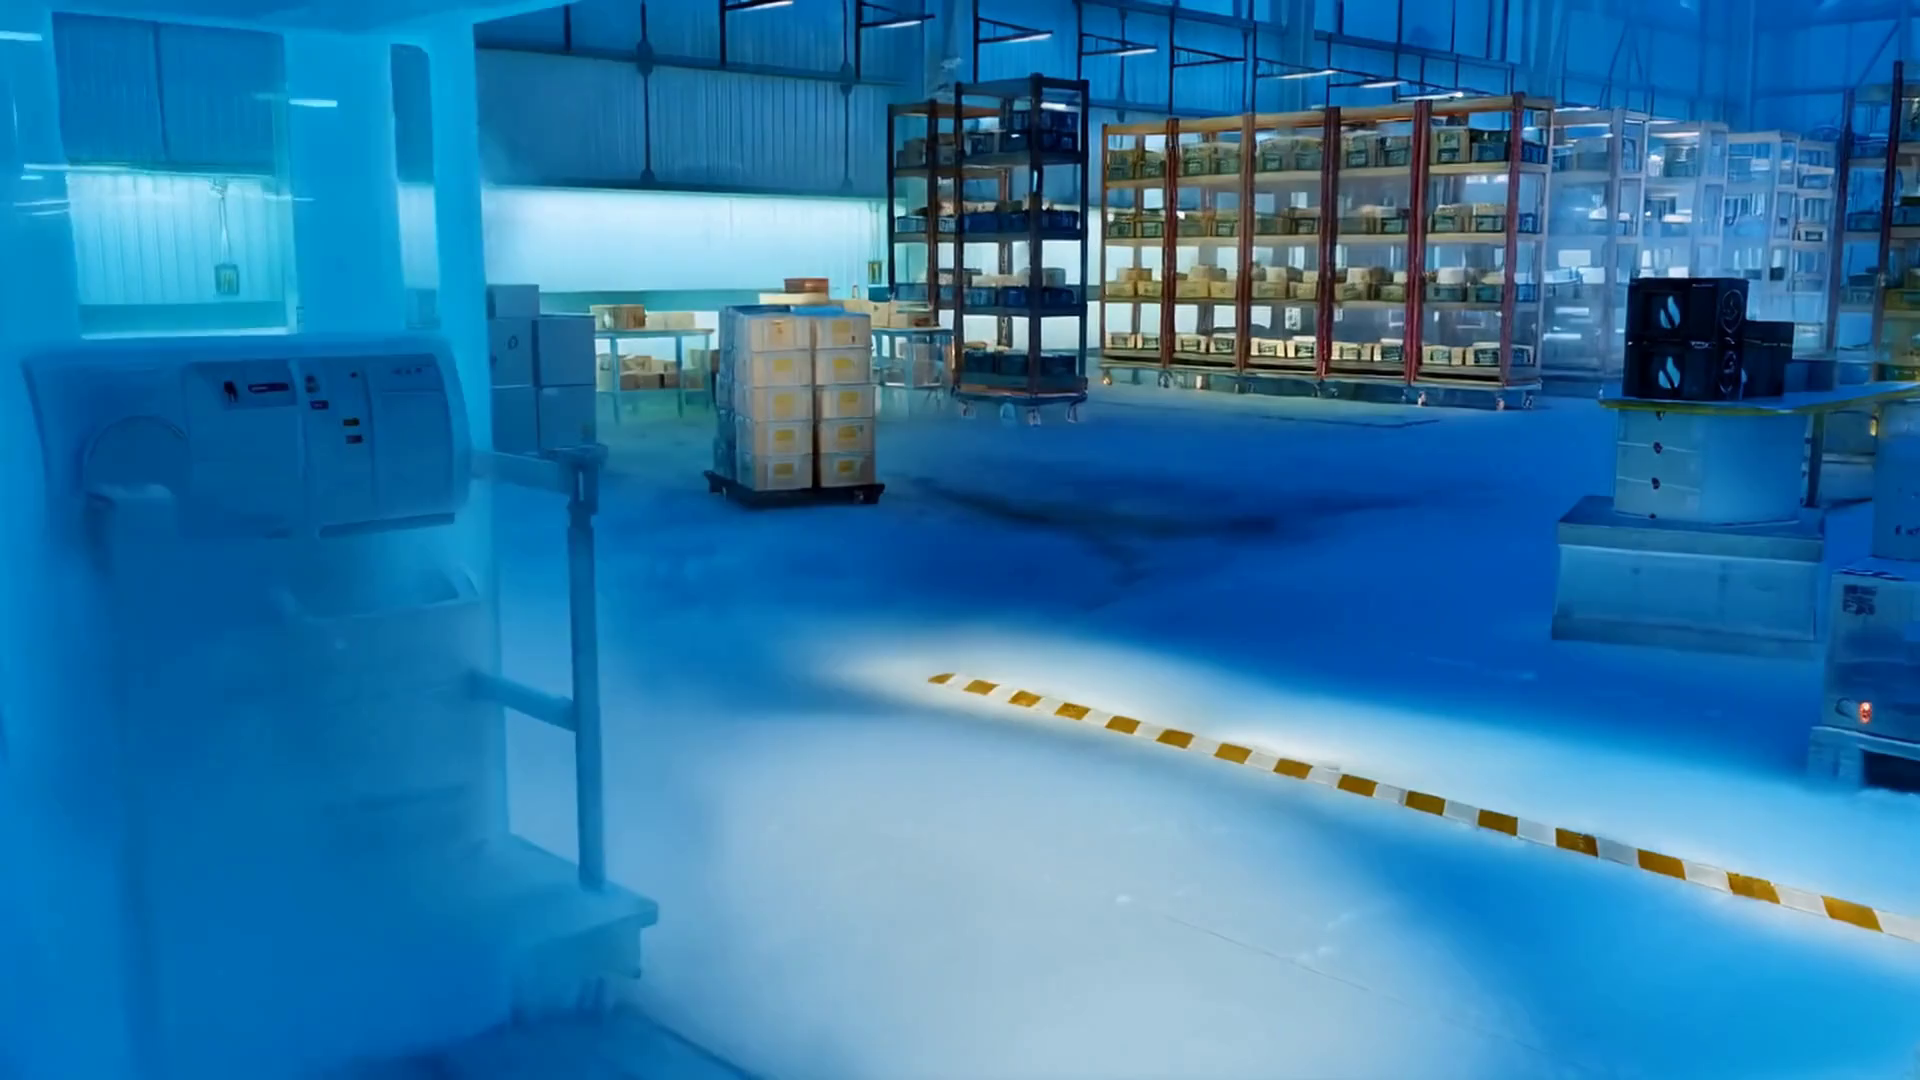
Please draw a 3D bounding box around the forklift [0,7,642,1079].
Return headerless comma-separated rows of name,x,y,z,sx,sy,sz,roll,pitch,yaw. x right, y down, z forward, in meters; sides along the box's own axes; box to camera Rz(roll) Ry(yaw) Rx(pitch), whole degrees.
forklift,-1.789,-0.384,3.919,1.129,2.768,1.873,-9,13,-43
